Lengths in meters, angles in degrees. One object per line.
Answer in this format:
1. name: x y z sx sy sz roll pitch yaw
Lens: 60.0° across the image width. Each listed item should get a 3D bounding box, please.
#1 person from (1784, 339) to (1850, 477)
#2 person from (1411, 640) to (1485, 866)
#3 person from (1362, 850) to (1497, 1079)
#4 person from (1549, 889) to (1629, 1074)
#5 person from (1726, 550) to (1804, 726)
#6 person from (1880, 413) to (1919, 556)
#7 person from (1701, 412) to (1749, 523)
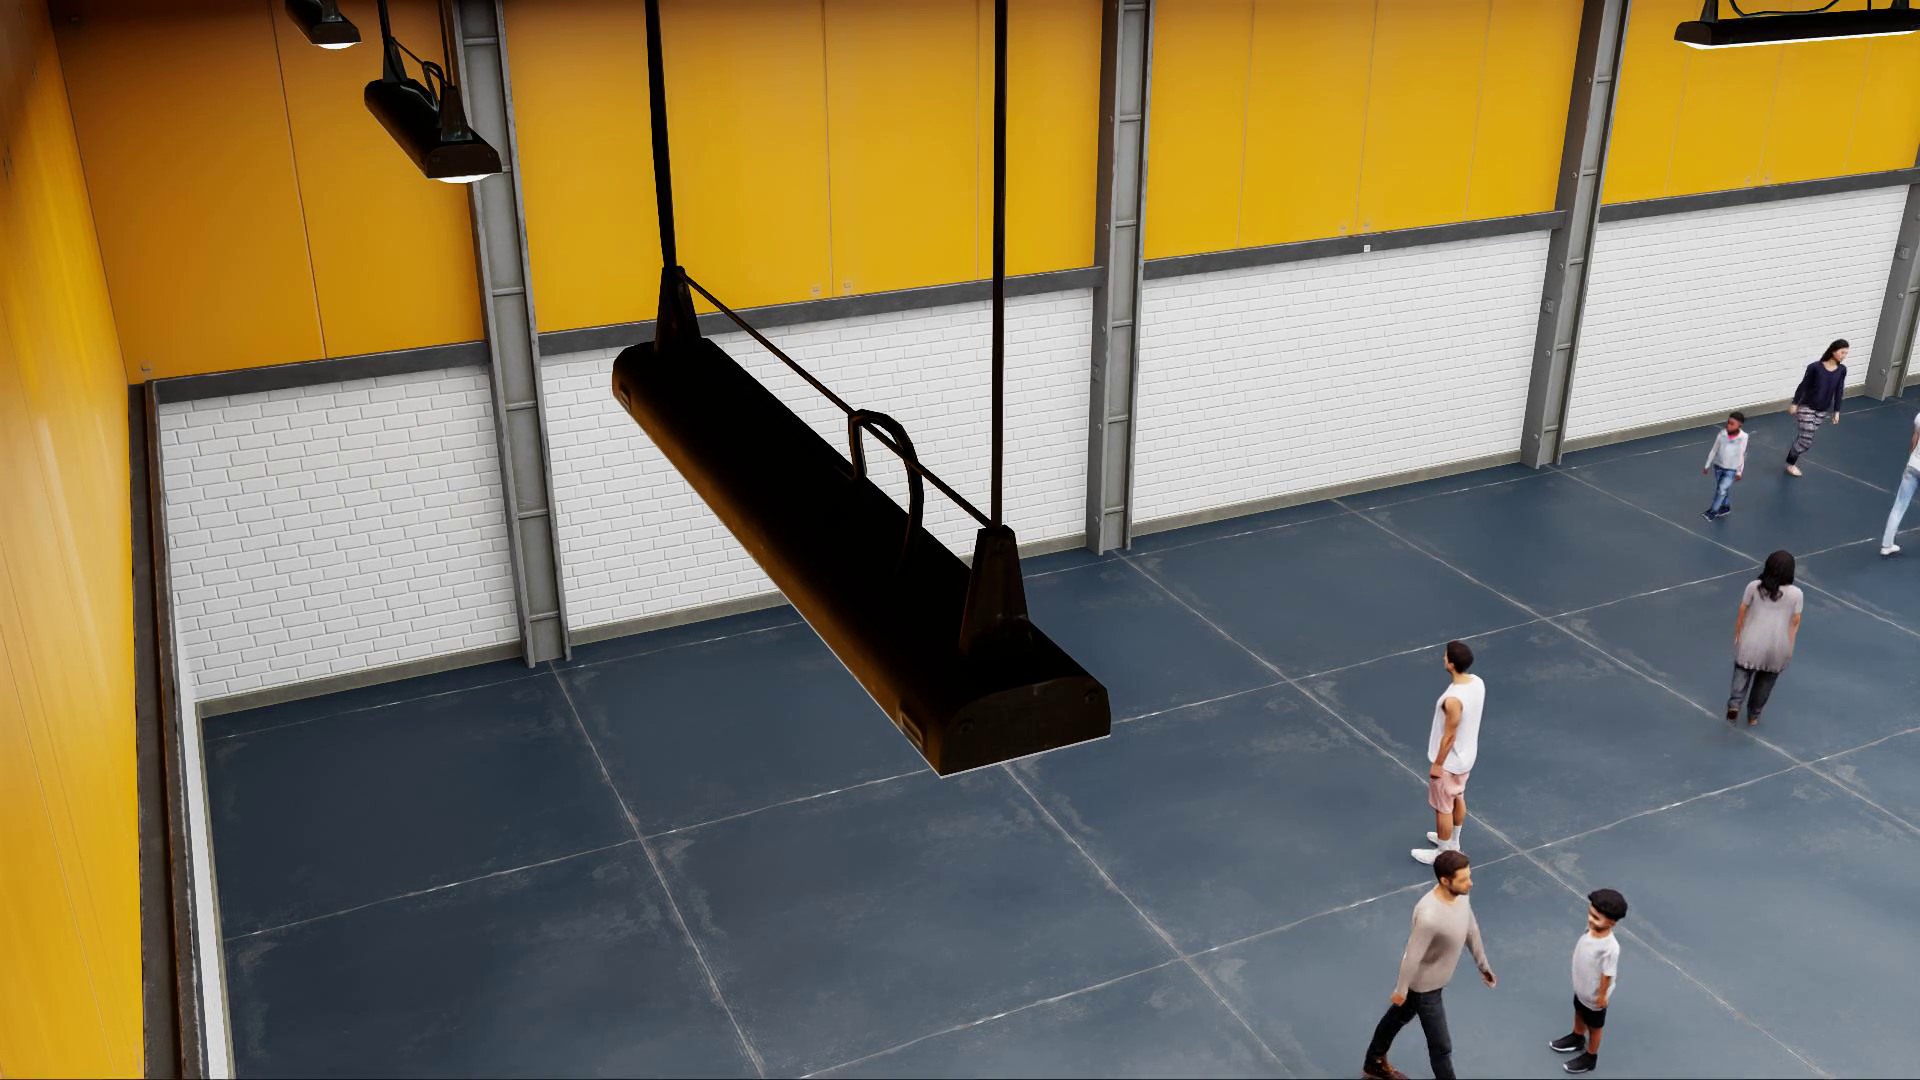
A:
1. person: 9.931 -1.562 19.461 0.723 1.687 0.804 2 24 5
2. person: 3.613 1.571 12.173 0.784 1.785 0.649 18 30 36
3. person: 2.681 2.569 9.853 1.111 1.814 1.202 15 28 30
4. person: 3.917 2.697 10.256 0.563 1.257 0.543 -3 24 -7
5. person: 6.777 0.864 14.026 0.816 1.594 0.891 14 27 28
6. person: 9.950 -0.670 17.277 1.145 1.802 0.657 -11 26 -23
7. person: 8.493 -0.818 18.328 0.855 1.232 0.571 -15 28 -30
